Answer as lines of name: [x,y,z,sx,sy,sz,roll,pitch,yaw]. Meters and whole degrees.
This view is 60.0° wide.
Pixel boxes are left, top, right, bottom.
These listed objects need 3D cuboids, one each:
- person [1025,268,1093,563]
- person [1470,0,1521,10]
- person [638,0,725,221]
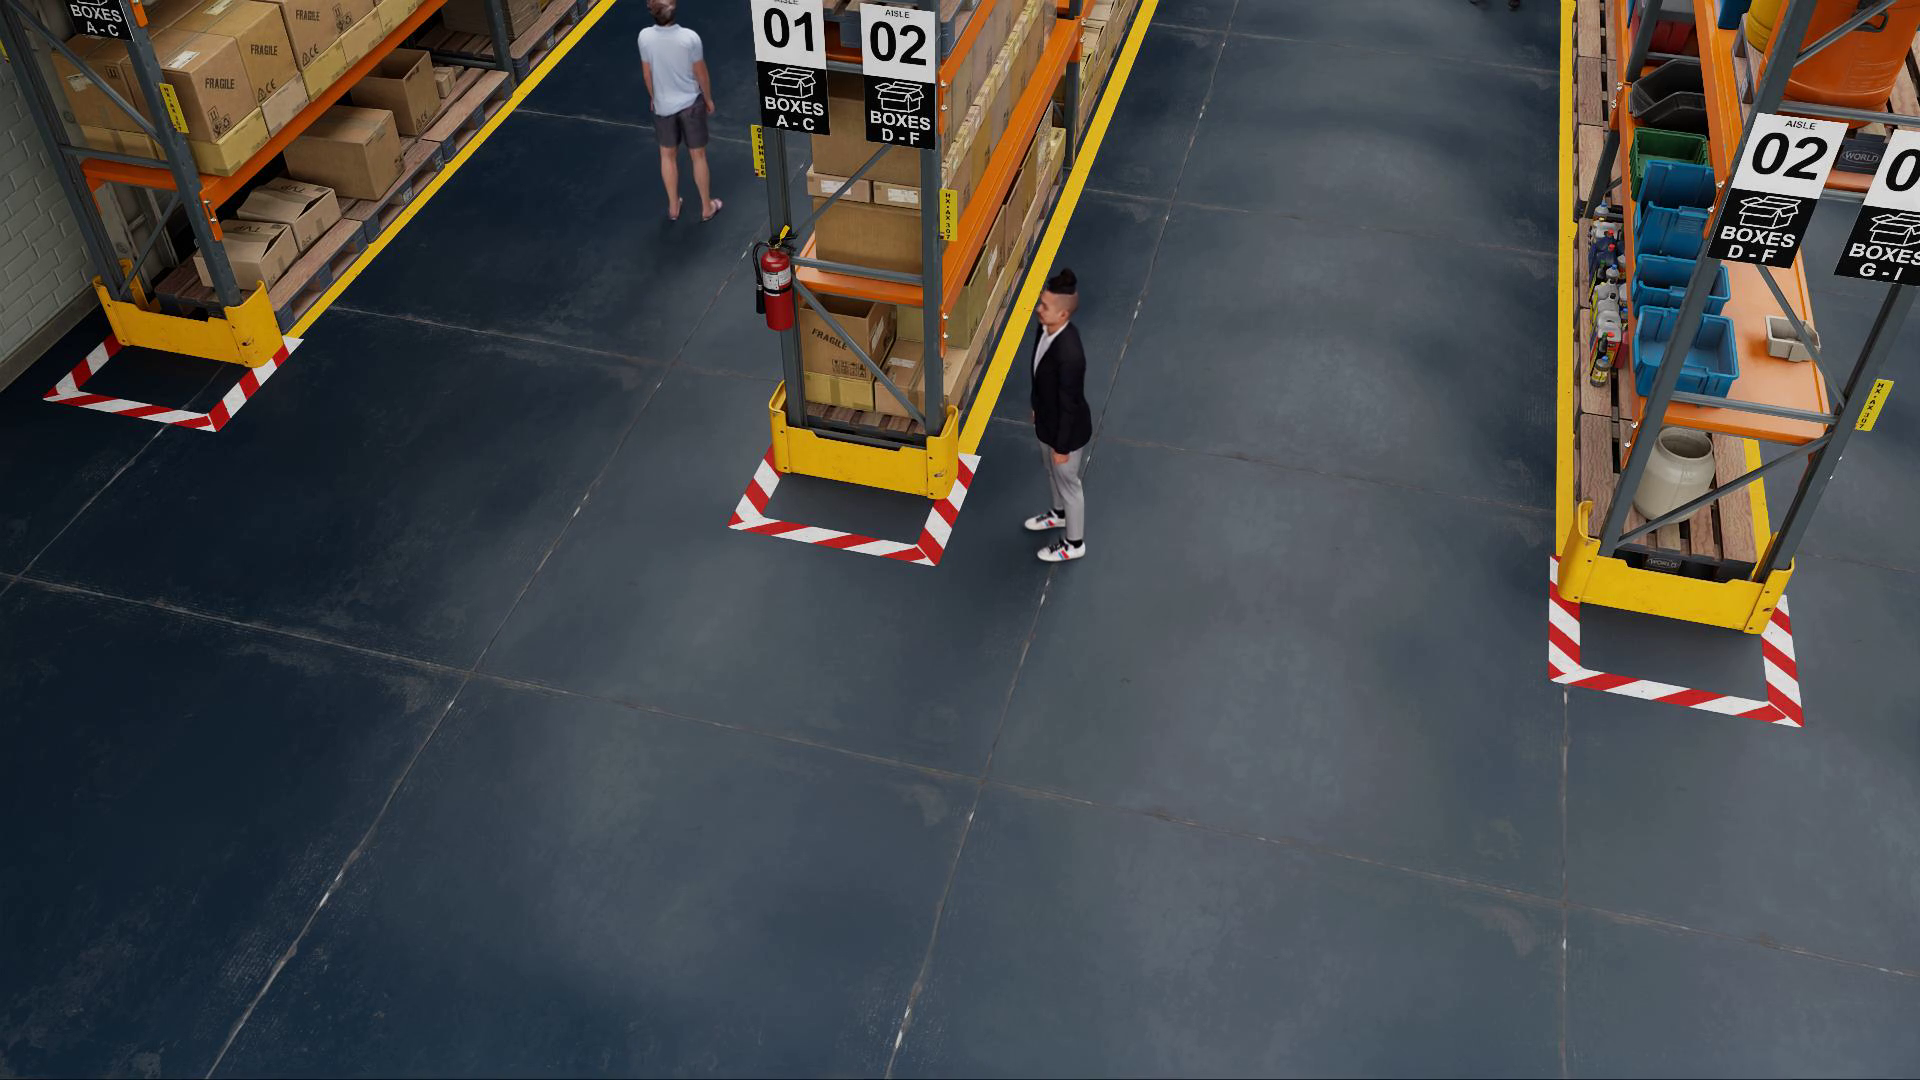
person: [0.592,-0.712,9.579,0.855,1.947,0.722,-9,44,-10]
person: [5.081,-5.754,15.060,0.726,1.834,0.643,19,46,19]
person: [-2.095,-3.215,12.343,0.686,1.832,0.617,3,43,4]
